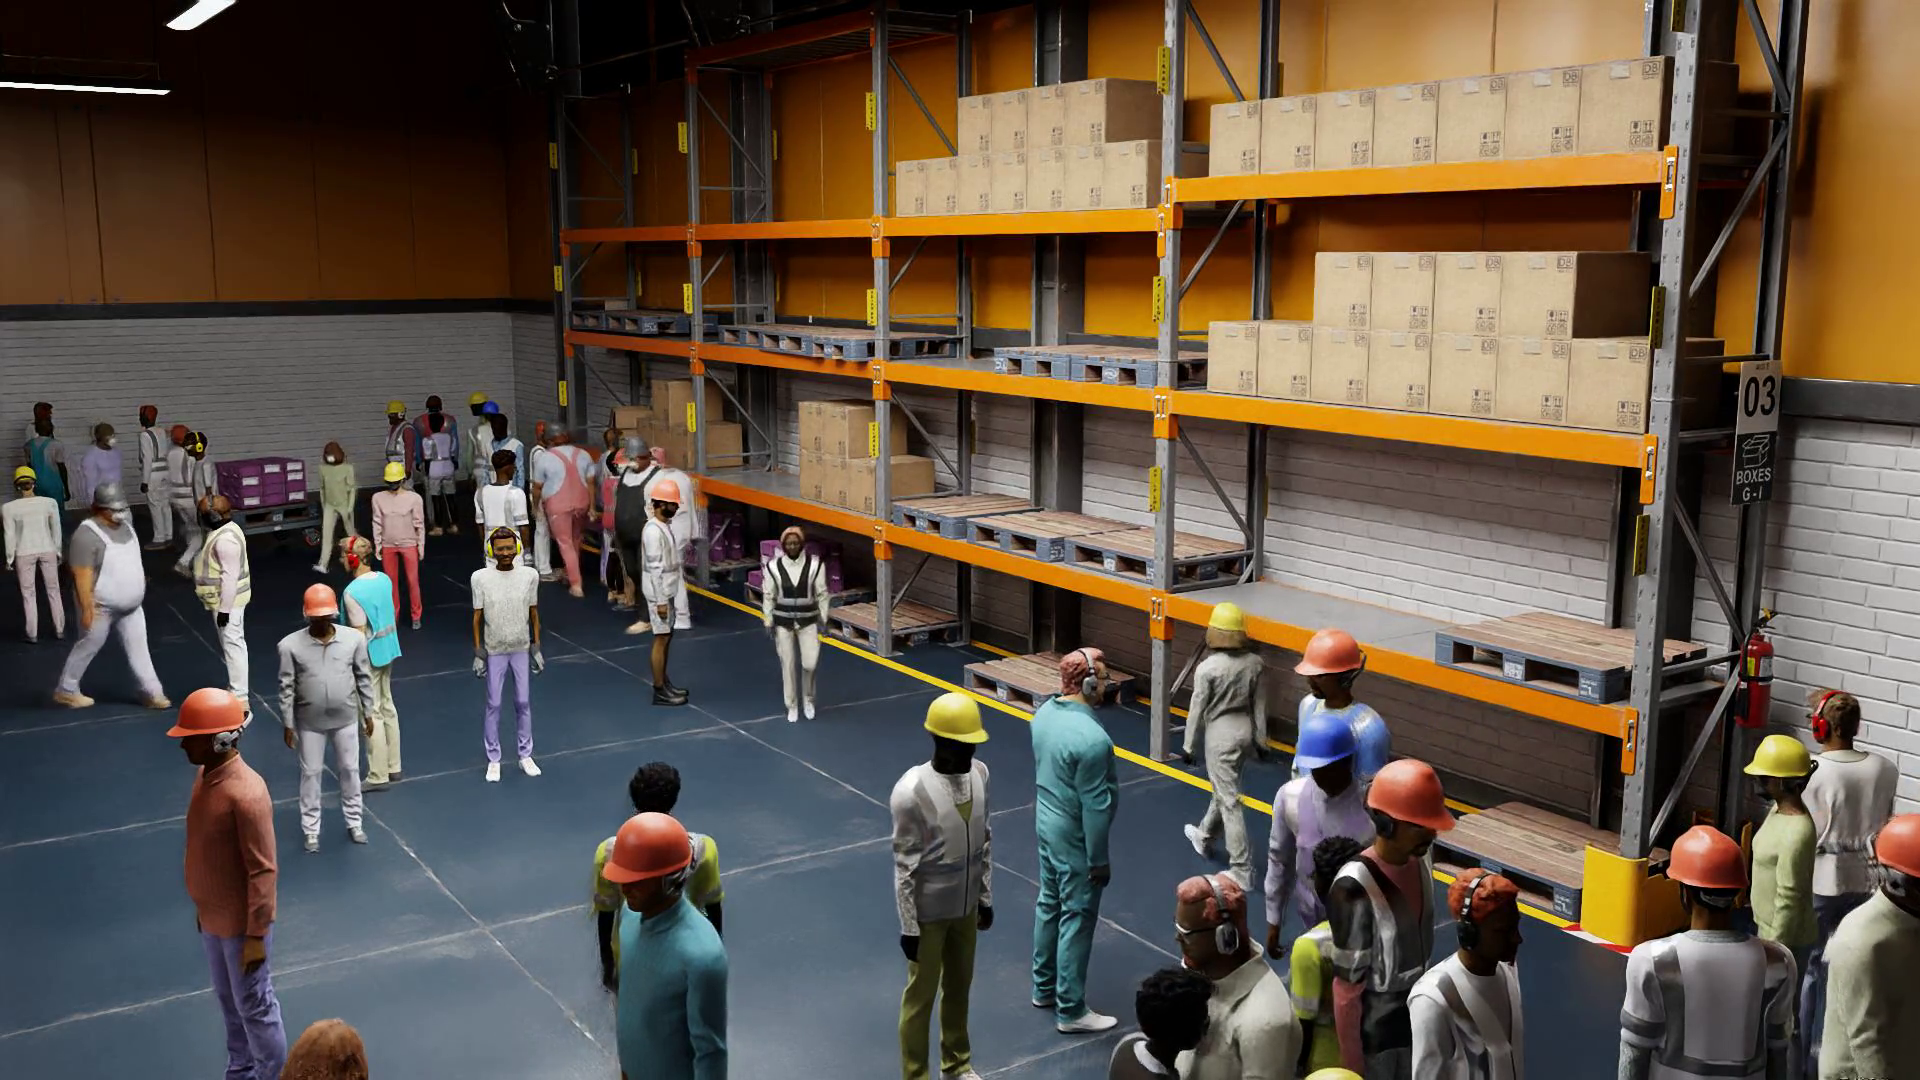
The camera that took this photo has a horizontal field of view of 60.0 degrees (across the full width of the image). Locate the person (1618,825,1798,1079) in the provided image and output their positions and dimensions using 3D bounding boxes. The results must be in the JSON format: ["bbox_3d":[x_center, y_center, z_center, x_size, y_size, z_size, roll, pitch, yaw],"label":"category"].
[{"bbox_3d":[2.468,1.903,5.585,0.543,1.929,0.385,1,10,5],"label":"person"}]

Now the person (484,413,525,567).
[{"bbox_3d":[-5.555,-0.600,20.315,0.587,1.914,0.394,5,11,28],"label":"person"}]

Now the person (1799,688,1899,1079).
[{"bbox_3d":[3.997,1.599,7.634,0.561,1.837,0.388,-1,10,-8],"label":"person"}]

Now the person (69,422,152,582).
[{"bbox_3d":[-10.006,-0.432,19.404,0.969,1.903,0.641,2,10,12],"label":"person"}]

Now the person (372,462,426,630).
[{"bbox_3d":[-5.691,0.069,16.879,0.523,1.752,0.375,0,10,-2],"label":"person"}]

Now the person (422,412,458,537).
[{"bbox_3d":[-7.093,-0.896,22.683,0.317,1.695,0.540,7,12,34],"label":"person"}]

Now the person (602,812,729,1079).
[{"bbox_3d":[-0.996,1.868,5.630,0.407,1.987,0.620,-7,12,-36],"label":"person"}]

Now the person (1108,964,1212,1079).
[{"bbox_3d":[0.540,2.109,5.122,0.405,1.678,0.534,-2,10,-13],"label":"person"}]

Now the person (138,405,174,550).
[{"bbox_3d":[-10.498,-0.815,21.662,0.346,1.882,0.584,0,10,0],"label":"person"}]

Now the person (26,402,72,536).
[{"bbox_3d":[-12.427,-0.947,22.563,0.563,1.839,0.389,7,12,35],"label":"person"}]

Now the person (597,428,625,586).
[{"bbox_3d":[-4.024,-0.386,19.305,0.340,1.838,0.514,-5,11,-26],"label":"person"}]

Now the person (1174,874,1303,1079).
[{"bbox_3d":[0.808,1.974,5.277,0.401,1.895,0.653,-3,10,-16],"label":"person"}]

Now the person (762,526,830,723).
[{"bbox_3d":[-1.336,0.692,13.544,0.546,1.623,0.395,-1,10,-5],"label":"person"}]

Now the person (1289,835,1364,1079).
[{"bbox_3d":[1.387,1.923,6.187,0.544,1.679,0.356,-9,13,-41],"label":"person"}]

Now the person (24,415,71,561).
[{"bbox_3d":[-11.416,-0.647,20.836,0.502,1.837,0.341,0,10,3],"label":"person"}]

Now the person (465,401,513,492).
[{"bbox_3d":[-6.232,-0.888,22.101,0.608,1.908,0.982,-4,10,-22],"label":"person"}]

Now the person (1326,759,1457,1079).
[{"bbox_3d":[1.563,1.773,6.048,0.411,2.032,0.611,9,13,41],"label":"person"}]

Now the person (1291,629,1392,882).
[{"bbox_3d":[1.782,1.425,8.051,0.392,2.039,0.615,-5,11,-26],"label":"person"}]

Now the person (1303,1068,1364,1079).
[{"bbox_3d":[0.939,2.204,4.374,0.321,1.737,0.484,1,10,8],"label":"person"}]

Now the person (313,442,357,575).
[{"bbox_3d":[-7.496,-0.383,19.996,0.513,1.576,0.884,1,10,8],"label":"person"}]

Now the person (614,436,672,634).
[{"bbox_3d":[-3.195,-0.100,17.007,0.722,2.000,0.828,7,12,34],"label":"person"}]

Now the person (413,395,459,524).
[{"bbox_3d":[-7.448,-1.138,23.685,0.623,1.845,0.430,-2,10,-14],"label":"person"}]

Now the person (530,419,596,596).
[{"bbox_3d":[-4.508,-0.413,18.841,0.681,2.000,0.998,-9,13,-43],"label":"person"}]

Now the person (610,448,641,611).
[{"bbox_3d":[-3.584,-0.116,17.934,0.329,1.753,0.560,5,11,25],"label":"person"}]

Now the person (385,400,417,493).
[{"bbox_3d":[-7.792,-1.045,23.192,0.403,1.824,0.594,-8,13,-40],"label":"person"}]

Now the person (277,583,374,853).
[{"bbox_3d":[-4.050,1.128,10.672,0.578,1.743,0.354,-5,11,-29],"label":"person"}]

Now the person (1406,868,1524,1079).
[{"bbox_3d":[1.626,1.966,5.339,0.354,1.883,0.573,9,13,41],"label":"person"}]

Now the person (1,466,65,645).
[{"bbox_3d":[-9.124,0.148,16.382,0.523,1.760,0.328,-10,14,-44],"label":"person"}]

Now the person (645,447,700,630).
[{"bbox_3d":[-2.995,-0.015,17.012,0.638,1.869,0.653,5,11,28],"label":"person"}]

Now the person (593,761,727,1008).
[{"bbox_3d":[-1.267,1.762,7.121,0.543,1.680,0.516,0,10,1],"label":"person"}]

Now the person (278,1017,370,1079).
[{"bbox_3d":[-1.867,2.201,4.842,0.532,1.588,0.803,2,10,11],"label":"person"}]

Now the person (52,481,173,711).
[{"bbox_3d":[-7.152,0.432,13.882,1.016,2.000,0.733,2,10,14],"label":"person"}]

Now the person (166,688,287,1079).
[{"bbox_3d":[-3.136,1.602,7.145,0.381,1.994,0.622,-9,13,-44],"label":"person"}]

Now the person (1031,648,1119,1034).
[{"bbox_3d":[0.589,1.468,8.236,0.394,1.899,0.642,-4,10,-21],"label":"person"}]

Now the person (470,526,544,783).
[{"bbox_3d":[-3.293,0.819,12.112,0.509,1.872,0.328,-5,11,-26],"label":"person"}]

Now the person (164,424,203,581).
[{"bbox_3d":[-9.018,-0.424,19.456,0.623,1.858,0.502,6,11,31],"label":"person"}]

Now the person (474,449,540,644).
[{"bbox_3d":[-4.384,0.094,16.080,0.602,1.967,0.367,4,11,24],"label":"person"}]

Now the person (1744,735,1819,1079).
[{"bbox_3d":[3.538,1.706,7.232,0.340,1.761,0.525,4,10,21],"label":"person"}]

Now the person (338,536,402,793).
[{"bbox_3d":[-4.184,0.880,11.833,0.373,1.840,0.572,1,10,4],"label":"person"}]

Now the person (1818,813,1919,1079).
[{"bbox_3d":[3.168,1.874,5.606,0.619,1.978,0.496,-6,12,-33],"label":"person"}]

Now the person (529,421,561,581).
[{"bbox_3d":[-4.889,-0.449,19.550,0.434,1.884,0.606,-3,10,-17],"label":"person"}]

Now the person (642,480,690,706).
[{"bbox_3d":[-2.507,0.443,14.158,0.374,1.928,0.544,0,10,-1],"label":"person"}]

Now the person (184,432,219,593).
[{"bbox_3d":[-8.478,-0.293,18.697,0.332,1.859,0.502,-7,12,-36],"label":"person"}]

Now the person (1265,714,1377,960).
[{"bbox_3d":[1.639,1.649,7.187,0.636,1.878,1.052,7,12,36],"label":"person"}]

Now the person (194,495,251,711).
[{"bbox_3d":[-6.158,0.530,13.916,0.429,1.837,0.621,-4,10,-22],"label":"person"}]

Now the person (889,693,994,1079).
[{"bbox_3d":[-0.053,1.604,7.368,0.396,1.920,0.587,9,13,42],"label":"person"}]

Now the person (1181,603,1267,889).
[{"bbox_3d":[1.569,1.218,10.221,0.508,1.701,0.849,-6,11,-30],"label":"person"}]
